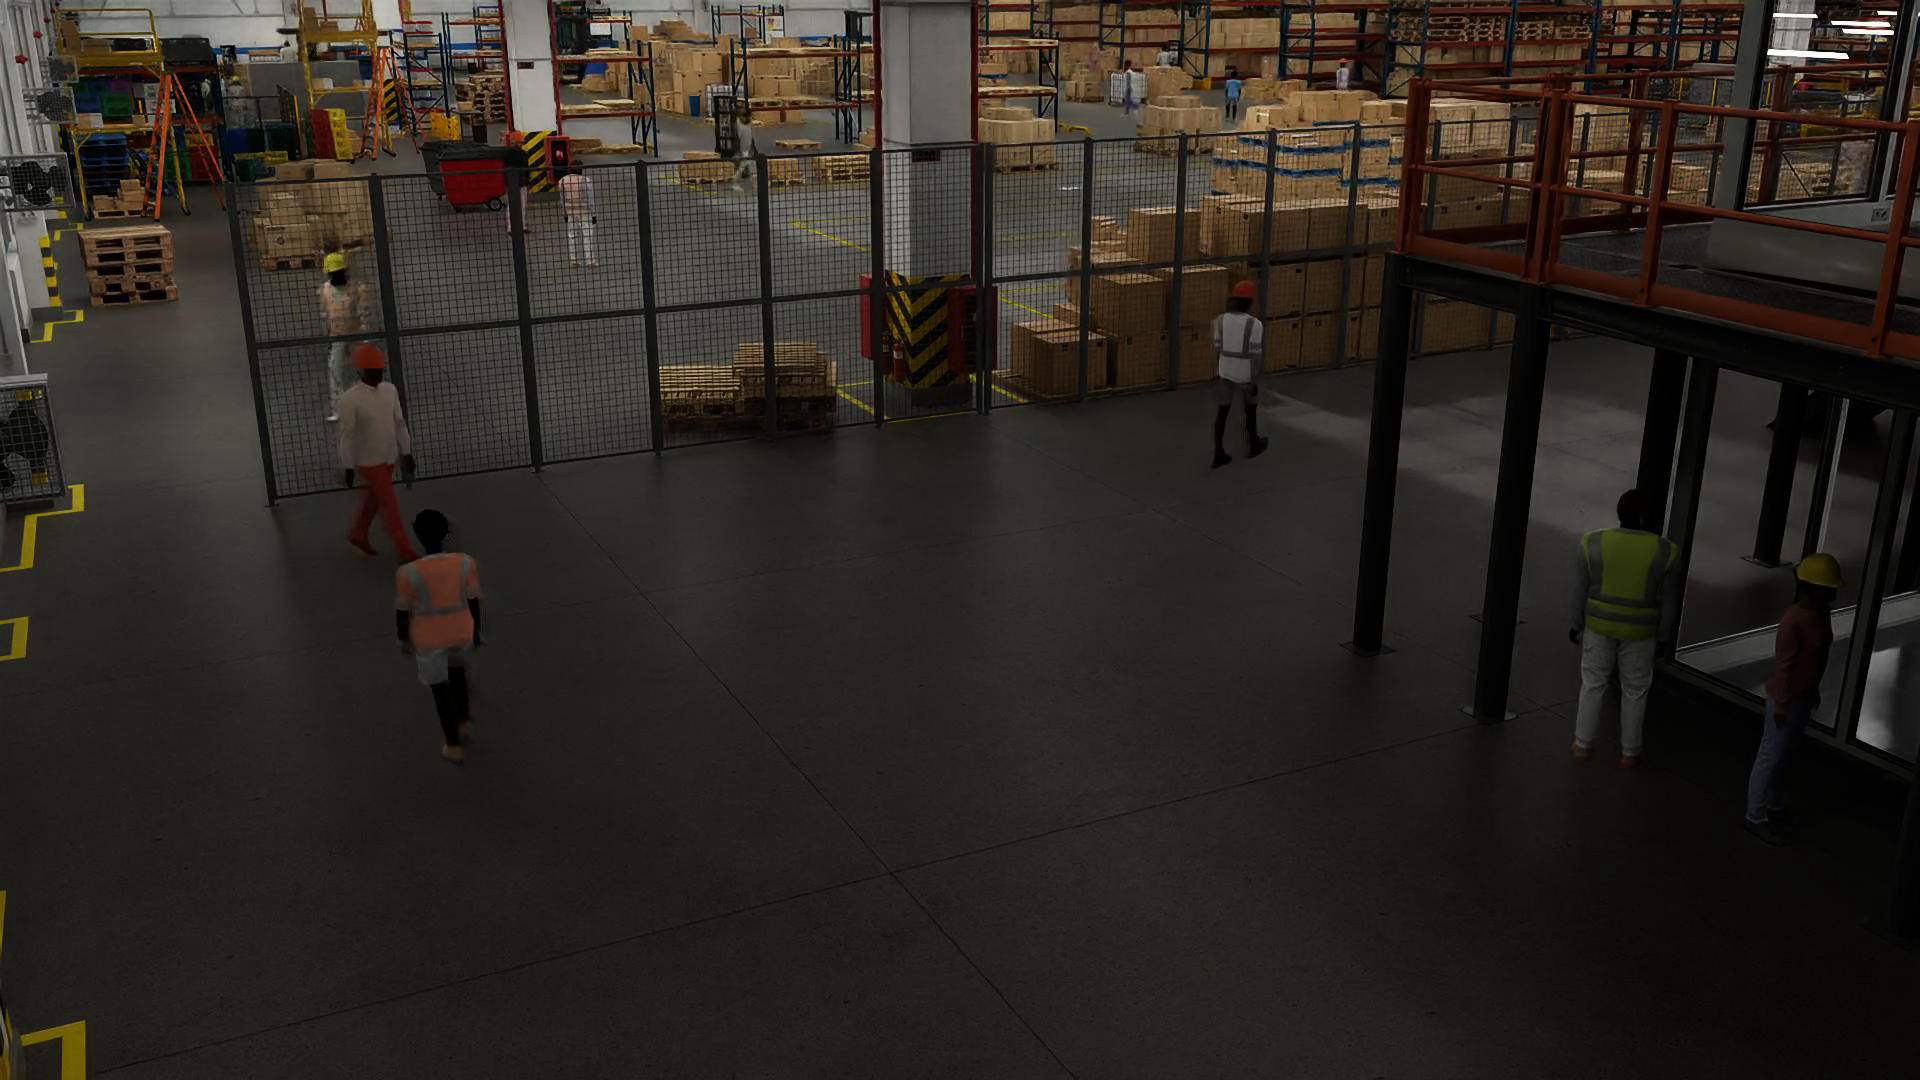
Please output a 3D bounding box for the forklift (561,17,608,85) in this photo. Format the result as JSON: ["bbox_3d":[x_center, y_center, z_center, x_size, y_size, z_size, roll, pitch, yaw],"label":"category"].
[{"bbox_3d":[-16.387,-21.270,72.327,1.873,2.768,1.129,-9,21,-25],"label":"forklift"}]

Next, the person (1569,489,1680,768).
[{"bbox_3d":[4.212,0.563,10.614,0.624,1.841,0.430,10,21,26],"label":"person"}]

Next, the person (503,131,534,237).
[{"bbox_3d":[-8.408,-6.776,31.687,0.439,1.981,0.628,11,22,29],"label":"person"}]

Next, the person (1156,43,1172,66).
[{"bbox_3d":[8.311,-19.254,67.880,0.641,1.951,0.421,-1,19,-3],"label":"person"}]

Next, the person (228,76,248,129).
[{"bbox_3d":[-22.324,-13.482,51.504,0.509,1.714,0.722,-5,20,-15],"label":"person"}]

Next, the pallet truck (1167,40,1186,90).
[{"bbox_3d":[9.045,-19.971,69.895,0.823,1.965,1.885,-3,19,-8],"label":"pallet truck"}]

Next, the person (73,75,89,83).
[{"bbox_3d":[-32.434,-16.855,61.435,0.523,1.627,0.550,-12,22,-30],"label":"person"}]

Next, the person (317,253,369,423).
[{"bbox_3d":[-6.941,-2.257,18.708,0.590,1.897,0.840,1,19,2],"label":"person"}]

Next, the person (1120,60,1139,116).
[{"bbox_3d":[5.838,-15.510,57.114,0.543,1.904,0.604,3,19,8],"label":"person"}]

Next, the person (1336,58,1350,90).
[{"bbox_3d":[13.418,-15.887,58.229,0.546,1.895,0.909,-6,20,-18],"label":"person"}]

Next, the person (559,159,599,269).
[{"bbox_3d":[-6.460,-5.536,28.286,0.633,1.843,0.429,4,20,12],"label":"person"}]

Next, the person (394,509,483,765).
[{"bbox_3d":[-3.391,0.601,10.752,0.538,1.677,0.630,-17,25,-40],"label":"person"}]

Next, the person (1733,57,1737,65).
[{"bbox_3d":[29.001,-17.244,62.442,0.552,1.680,0.545,-11,22,-30],"label":"person"}]

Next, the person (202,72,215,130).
[{"bbox_3d":[-23.272,-13.641,51.775,0.517,1.843,0.325,-17,25,-40],"label":"person"}]

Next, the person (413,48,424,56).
[{"bbox_3d":[-25.784,-23.139,79.163,0.545,1.942,0.353,-2,19,-5],"label":"person"}]

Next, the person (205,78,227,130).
[{"bbox_3d":[-23.468,-13.919,52.521,0.586,1.883,0.340,-7,20,-20],"label":"person"}]

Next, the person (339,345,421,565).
[{"bbox_3d":[-4.984,-0.721,14.176,1.010,1.950,0.630,8,21,22],"label":"person"}]

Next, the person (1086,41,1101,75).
[{"bbox_3d":[5.770,-20.482,71.529,0.675,1.891,0.428,-9,21,-25],"label":"person"}]

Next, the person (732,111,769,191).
[{"bbox_3d":[-4.846,-8.895,38.065,0.987,1.812,0.494,6,20,18],"label":"person"}]

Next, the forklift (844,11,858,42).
[{"bbox_3d":[-5.453,-25.087,83.393,1.873,2.768,1.129,-9,21,-25],"label":"forklift"}]

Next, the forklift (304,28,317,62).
[{"bbox_3d":[-23.502,-17.147,60.375,1.873,2.768,1.129,-9,21,-25],"label":"forklift"}]

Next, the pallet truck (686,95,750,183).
[{"bbox_3d":[-5.836,-9.608,39.856,0.823,1.965,1.885,10,22,27],"label":"pallet truck"}]

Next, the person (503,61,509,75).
[{"bbox_3d":[-16.946,-17.478,62.842,0.655,1.880,1.039,-15,24,-37],"label":"person"}]

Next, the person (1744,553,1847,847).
[{"bbox_3d":[4.889,0.911,9.713,0.525,1.769,0.314,-17,25,-40],"label":"person"}]

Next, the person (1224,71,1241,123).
[{"bbox_3d":[8.999,-14.674,55.039,0.549,1.664,0.786,-1,19,-3],"label":"person"}]

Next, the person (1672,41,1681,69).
[{"bbox_3d":[33.955,-23.061,78.983,0.407,1.913,0.641,-7,20,-21],"label":"person"}]

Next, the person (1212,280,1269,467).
[{"bbox_3d":[2.916,-1.742,17.200,0.567,1.890,0.952,14,23,35],"label":"person"}]

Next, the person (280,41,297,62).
[{"bbox_3d":[-28.539,-20.243,70.771,0.637,1.938,0.355,-9,21,-25],"label":"person"}]

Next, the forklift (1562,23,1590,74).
[{"bbox_3d":[24.089,-19.117,66.086,1.873,2.768,1.129,-9,21,-25],"label":"forklift"}]

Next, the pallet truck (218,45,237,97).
[{"bbox_3d":[-28.879,-18.665,66.111,0.823,1.965,1.885,-3,19,-9],"label":"pallet truck"}]
